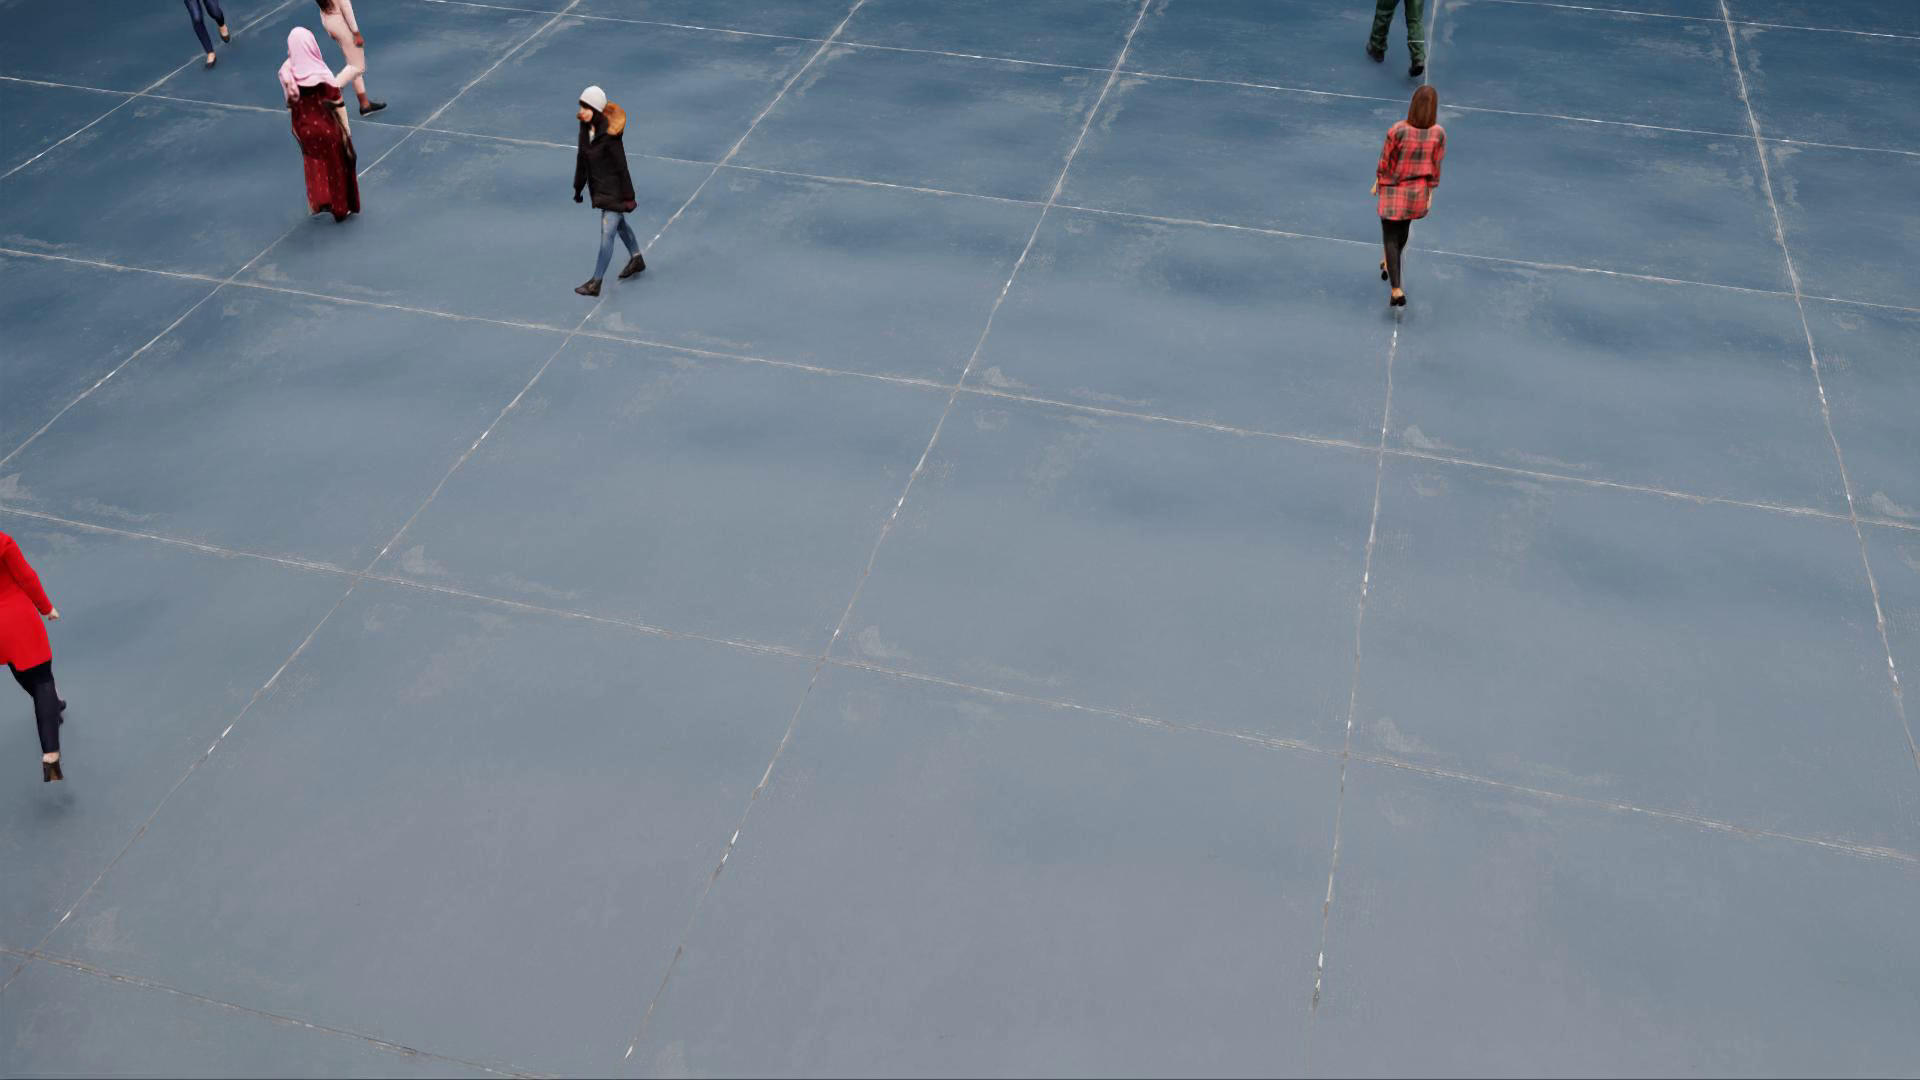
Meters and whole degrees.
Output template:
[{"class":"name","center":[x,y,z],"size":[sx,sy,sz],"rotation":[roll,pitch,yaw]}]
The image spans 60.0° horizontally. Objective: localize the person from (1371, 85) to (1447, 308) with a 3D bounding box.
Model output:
[{"class":"person","center":[3.329,-2.534,12.440],"size":[0.831,1.670,1.144],"rotation":[-2,38,-3]}]

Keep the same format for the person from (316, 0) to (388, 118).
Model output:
[{"class":"person","center":[-5.670,-4.603,15.052],"size":[1.033,1.711,0.909],"rotation":[-29,46,-32]}]

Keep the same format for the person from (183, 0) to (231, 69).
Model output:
[{"class":"person","center":[-7.470,-5.530,16.237],"size":[0.783,1.711,0.930],"rotation":[-6,38,-8]}]

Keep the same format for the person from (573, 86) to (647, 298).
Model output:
[{"class":"person","center":[-2.623,-2.692,12.698],"size":[0.920,1.601,1.091],"rotation":[29,46,32]}]

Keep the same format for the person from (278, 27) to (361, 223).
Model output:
[{"class":"person","center":[-5.228,-3.322,13.483],"size":[0.693,1.625,0.690],"rotation":[4,38,5]}]

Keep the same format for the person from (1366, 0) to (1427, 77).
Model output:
[{"class":"person","center":[4.325,-5.388,15.925],"size":[1.010,1.870,1.289],"rotation":[-6,38,-7]}]

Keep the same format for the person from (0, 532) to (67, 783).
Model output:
[{"class":"person","center":[-4.876,0.503,8.522],"size":[1.001,1.714,1.162],"rotation":[-12,40,-15]}]
